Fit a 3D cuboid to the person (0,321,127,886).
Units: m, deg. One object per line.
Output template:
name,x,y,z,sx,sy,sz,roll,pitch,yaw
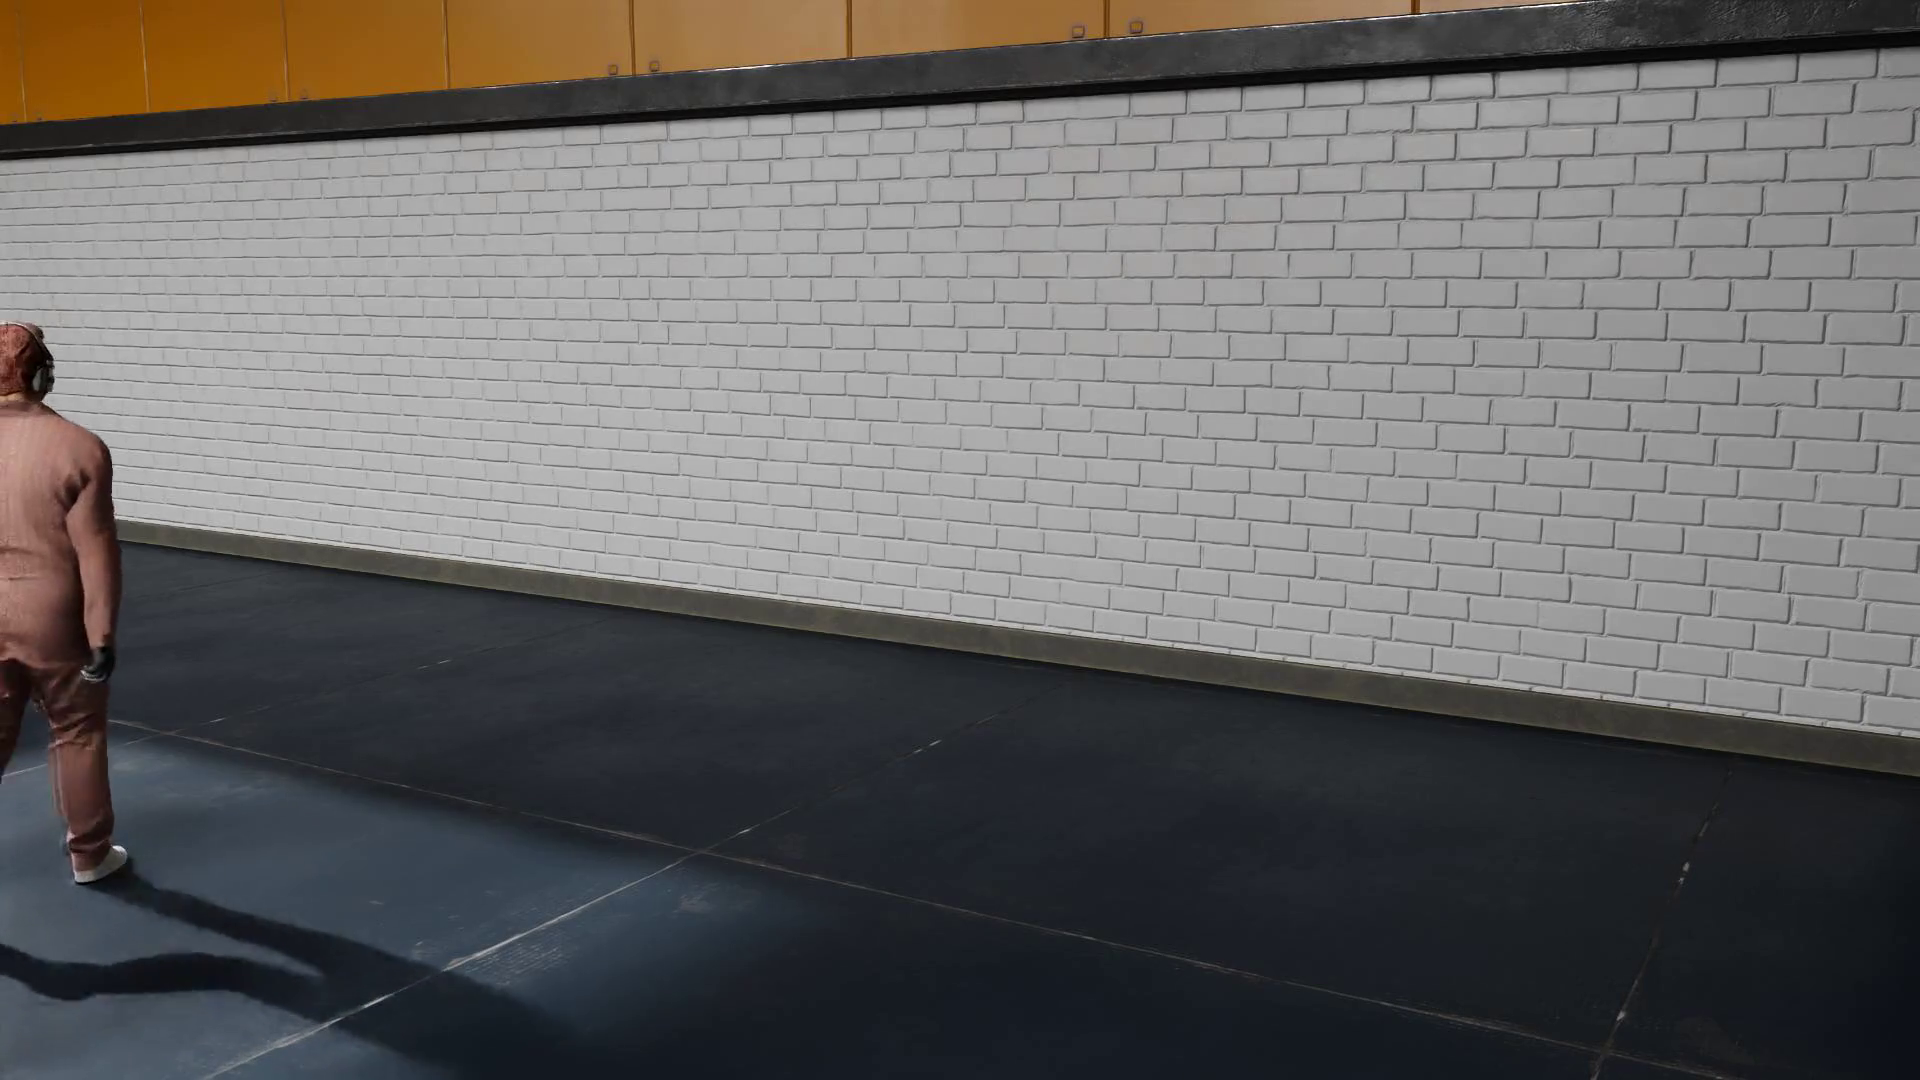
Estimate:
person,-2.965,0.259,5.218,0.648,1.880,0.802,-2,9,-9
